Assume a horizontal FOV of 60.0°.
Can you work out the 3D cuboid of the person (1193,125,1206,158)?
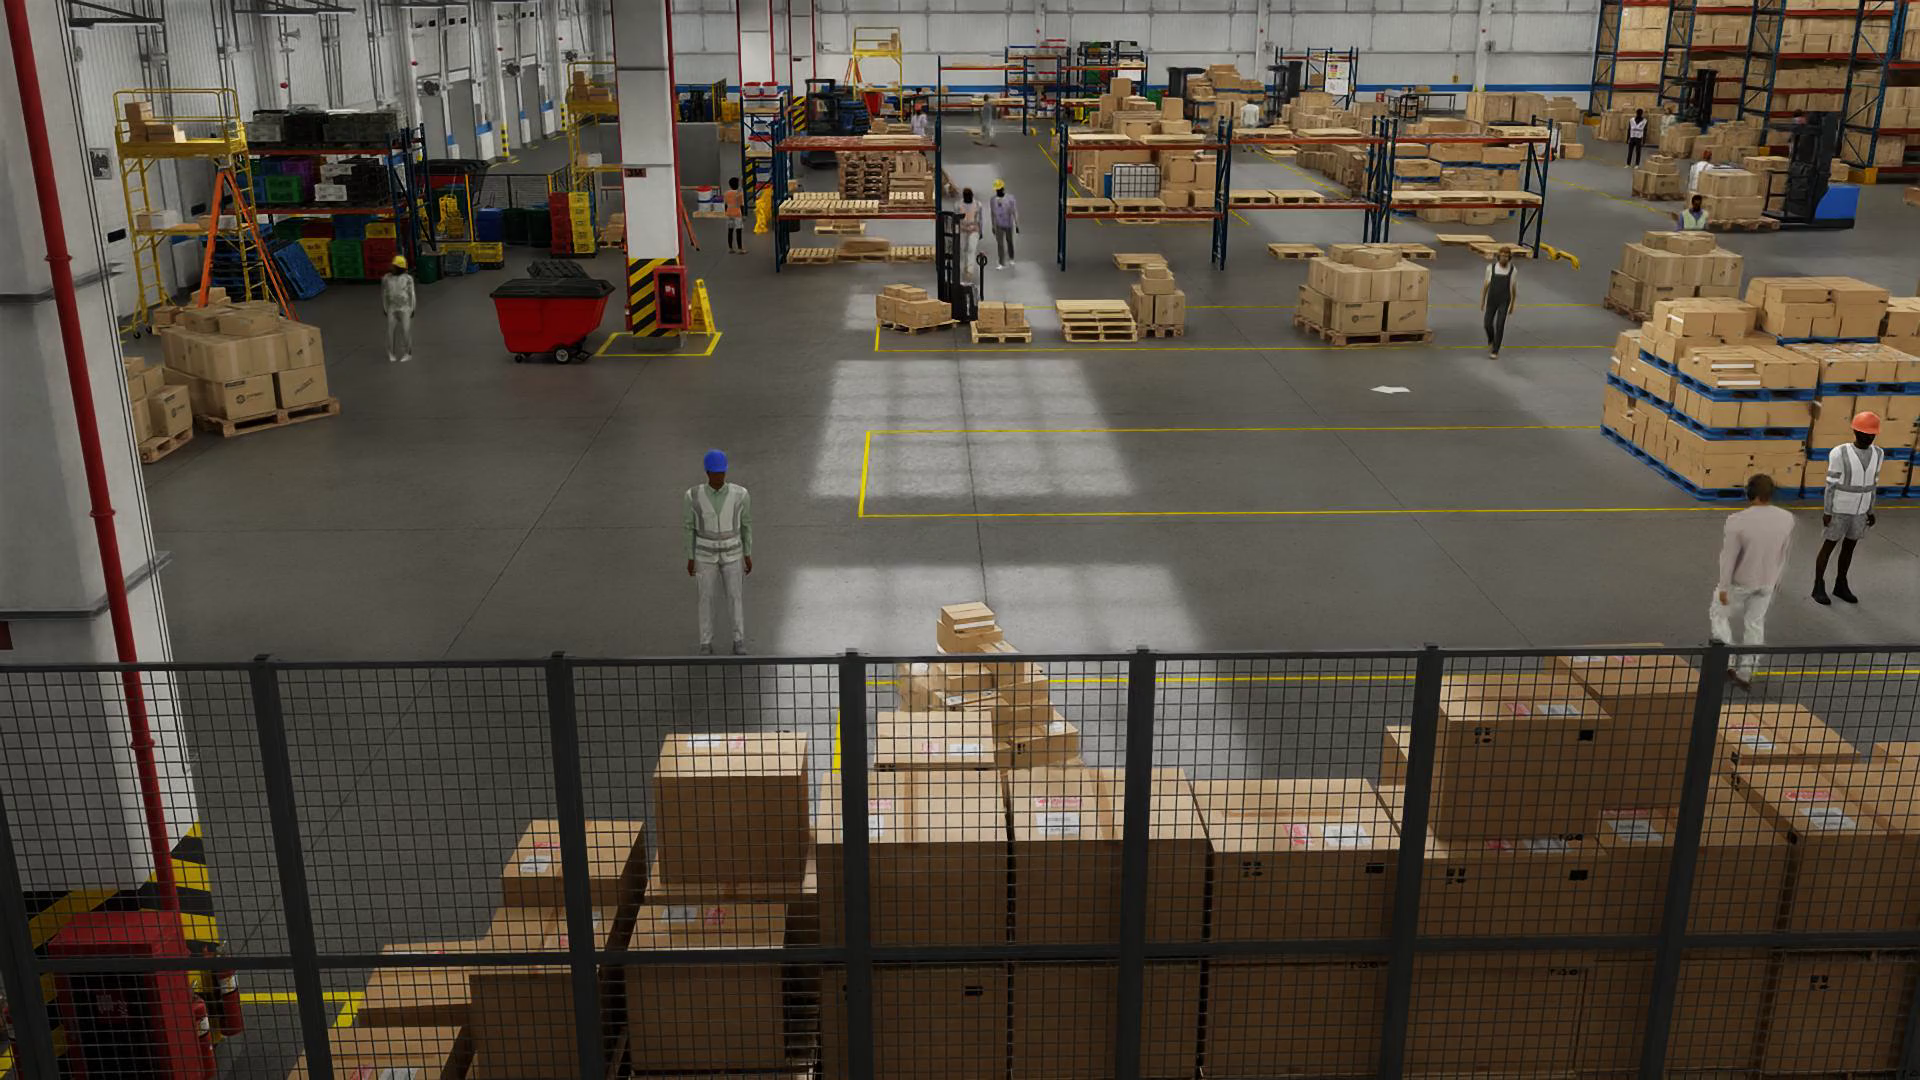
[{"bbox_3d":[7.346,-12.032,51.542,0.532,1.587,0.875,1,19,3],"label":"person"}]

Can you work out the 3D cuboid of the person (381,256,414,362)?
[{"bbox_3d":[-9.009,-3.709,26.692,0.514,1.705,0.364,-4,19,-11],"label":"person"}]

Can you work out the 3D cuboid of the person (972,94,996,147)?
[{"bbox_3d":[0.883,-15.388,61.049,0.991,1.892,0.636,4,19,12],"label":"person"}]

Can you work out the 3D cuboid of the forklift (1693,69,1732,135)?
[{"bbox_3d":[26.710,-15.480,59.794,1.873,2.768,1.129,-1,19,-1],"label":"forklift"}]

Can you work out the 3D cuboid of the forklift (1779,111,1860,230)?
[{"bbox_3d":[20.982,-9.064,40.760,1.873,2.768,1.129,-1,19,-2],"label":"forklift"}]

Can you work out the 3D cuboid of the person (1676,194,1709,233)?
[{"bbox_3d":[14.392,-5.866,32.792,0.592,1.904,0.462,-2,19,-6],"label":"person"}]

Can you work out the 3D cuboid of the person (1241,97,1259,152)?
[{"bbox_3d":[10.285,-14.764,59.121,0.628,1.940,0.377,3,19,9],"label":"person"}]

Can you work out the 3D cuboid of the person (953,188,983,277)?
[{"bbox_3d":[0.162,-6.419,34.576,0.632,1.815,0.848,2,19,5],"label":"person"}]

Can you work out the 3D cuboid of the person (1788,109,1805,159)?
[{"bbox_3d":[27.513,-13.274,54.851,0.621,1.845,0.429,-14,23,-35],"label":"person"}]

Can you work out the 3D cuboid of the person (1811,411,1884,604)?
[{"bbox_3d":[8.708,-0.315,16.255,0.543,1.939,0.361,-3,19,-7],"label":"person"}]

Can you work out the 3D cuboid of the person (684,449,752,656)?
[{"bbox_3d":[-2.165,0.126,14.928,0.612,1.950,0.377,-4,19,-11],"label":"person"}]

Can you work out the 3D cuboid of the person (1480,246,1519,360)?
[{"bbox_3d":[8.702,-3.837,26.868,0.547,1.831,0.464,8,20,24],"label":"person"}]

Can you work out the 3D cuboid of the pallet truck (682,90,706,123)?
[{"bbox_3d":[-9.671,-15.907,62.421,0.823,1.965,1.885,5,19,15],"label":"pallet truck"}]

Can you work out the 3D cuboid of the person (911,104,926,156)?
[{"bbox_3d":[-1.377,-13.786,56.280,0.552,1.908,0.867,8,20,24],"label":"person"}]

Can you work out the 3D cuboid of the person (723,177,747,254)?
[{"bbox_3d":[-5.036,-7.253,37.217,0.531,1.692,0.320,10,21,28],"label":"person"}]

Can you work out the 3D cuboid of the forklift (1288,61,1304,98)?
[{"bbox_3d":[13.218,-17.524,65.857,1.873,2.768,1.129,-1,19,-2],"label":"forklift"}]

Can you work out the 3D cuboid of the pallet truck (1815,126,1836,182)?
[{"bbox_3d":[26.403,-11.957,50.702,0.823,1.965,1.885,6,19,16],"label":"pallet truck"}]

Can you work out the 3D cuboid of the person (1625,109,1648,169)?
[{"bbox_3d":[22.035,-13.074,54.160,0.594,1.910,0.382,13,22,33],"label":"person"}]

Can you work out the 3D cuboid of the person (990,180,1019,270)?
[{"bbox_3d":[0.970,-6.756,35.475,0.660,1.877,0.937,7,20,21],"label":"person"}]

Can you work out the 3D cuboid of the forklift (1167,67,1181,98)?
[{"bbox_3d":[7.822,-15.879,60.978,1.873,2.768,1.129,-1,19,-2],"label":"forklift"}]

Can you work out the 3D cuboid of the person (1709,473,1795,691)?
[{"bbox_3d":[6.772,0.358,14.284,0.641,1.922,0.464,-2,19,-5],"label":"person"}]

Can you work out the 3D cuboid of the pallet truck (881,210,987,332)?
[{"bbox_3d":[-0.493,-4.759,29.349,1.885,1.965,0.823,-13,23,-34],"label":"pallet truck"}]

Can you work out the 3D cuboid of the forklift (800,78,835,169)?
[{"bbox_3d":[-4.527,-13.620,54.275,1.129,2.768,1.873,-6,20,-18],"label":"forklift"}]

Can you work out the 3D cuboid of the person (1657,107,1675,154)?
[{"bbox_3d":[24.942,-14.435,58.641,0.519,1.616,0.678,18,25,42],"label":"person"}]

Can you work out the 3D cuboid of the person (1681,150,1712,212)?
[{"bbox_3d":[18.489,-8.817,41.608,0.795,1.862,0.588,-4,19,-11],"label":"person"}]
